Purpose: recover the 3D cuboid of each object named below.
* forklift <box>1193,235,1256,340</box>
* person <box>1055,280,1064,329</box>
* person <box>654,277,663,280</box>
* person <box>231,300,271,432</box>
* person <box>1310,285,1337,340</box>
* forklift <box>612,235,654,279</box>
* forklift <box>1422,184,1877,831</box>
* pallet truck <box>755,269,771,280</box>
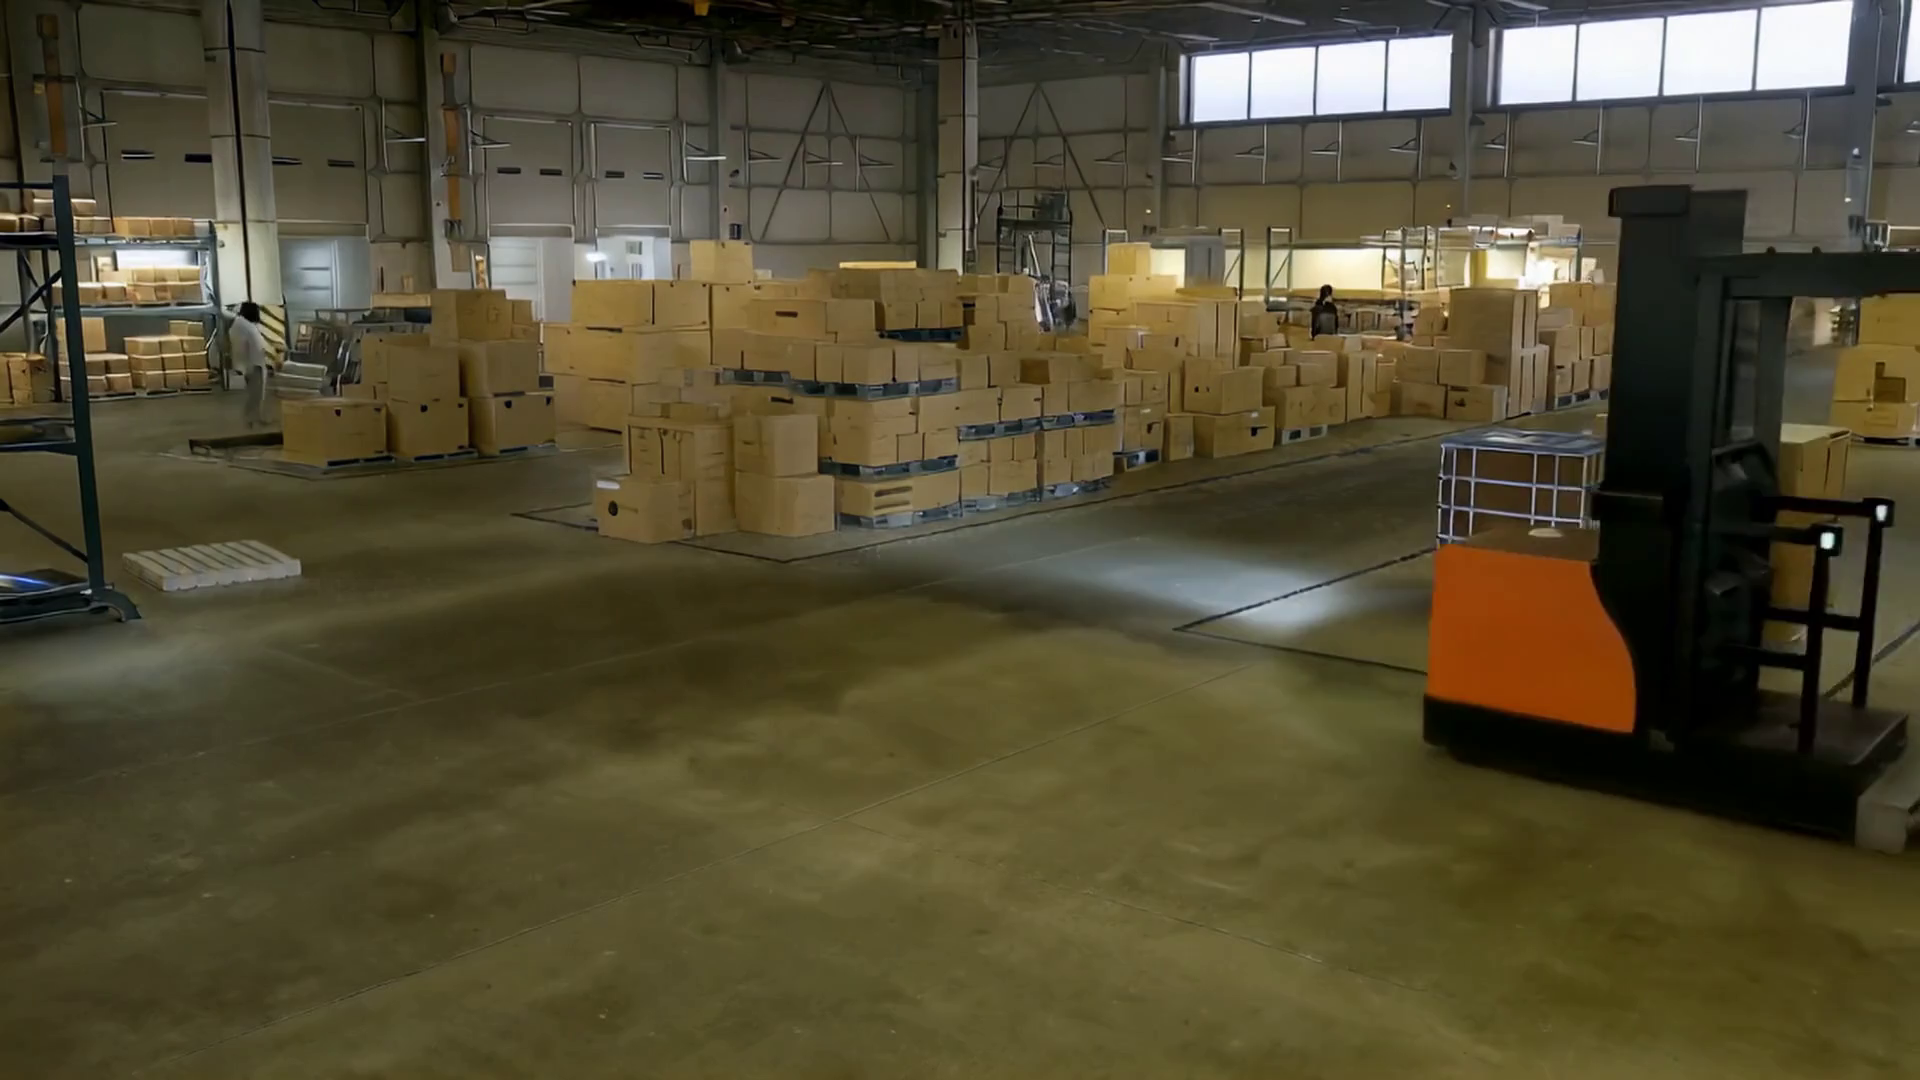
[{"bbox_3d":[5.583,-5.397,37.123,1.873,2.768,1.129,8,13,40],"label":"forklift"},{"bbox_3d":[2.745,-6.460,46.558,0.325,1.689,0.536,0,10,-2],"label":"person"},{"bbox_3d":[-6.510,-4.724,36.010,0.639,1.926,0.367,-4,11,-22],"label":"person"},{"bbox_3d":[-9.792,-2.402,23.040,0.474,1.831,0.661,-1,10,-7],"label":"person"},{"bbox_3d":[6.170,-3.363,28.269,0.379,1.930,0.624,10,14,44],"label":"person"},{"bbox_3d":[-7.300,-5.450,37.421,1.873,2.768,1.129,8,13,40],"label":"forklift"},{"bbox_3d":[3.344,-0.274,7.951,1.873,2.768,1.129,8,13,40],"label":"forklift"},{"bbox_3d":[-4.996,-6.432,45.525,1.885,1.965,0.823,-6,12,-32],"label":"pallet truck"}]
